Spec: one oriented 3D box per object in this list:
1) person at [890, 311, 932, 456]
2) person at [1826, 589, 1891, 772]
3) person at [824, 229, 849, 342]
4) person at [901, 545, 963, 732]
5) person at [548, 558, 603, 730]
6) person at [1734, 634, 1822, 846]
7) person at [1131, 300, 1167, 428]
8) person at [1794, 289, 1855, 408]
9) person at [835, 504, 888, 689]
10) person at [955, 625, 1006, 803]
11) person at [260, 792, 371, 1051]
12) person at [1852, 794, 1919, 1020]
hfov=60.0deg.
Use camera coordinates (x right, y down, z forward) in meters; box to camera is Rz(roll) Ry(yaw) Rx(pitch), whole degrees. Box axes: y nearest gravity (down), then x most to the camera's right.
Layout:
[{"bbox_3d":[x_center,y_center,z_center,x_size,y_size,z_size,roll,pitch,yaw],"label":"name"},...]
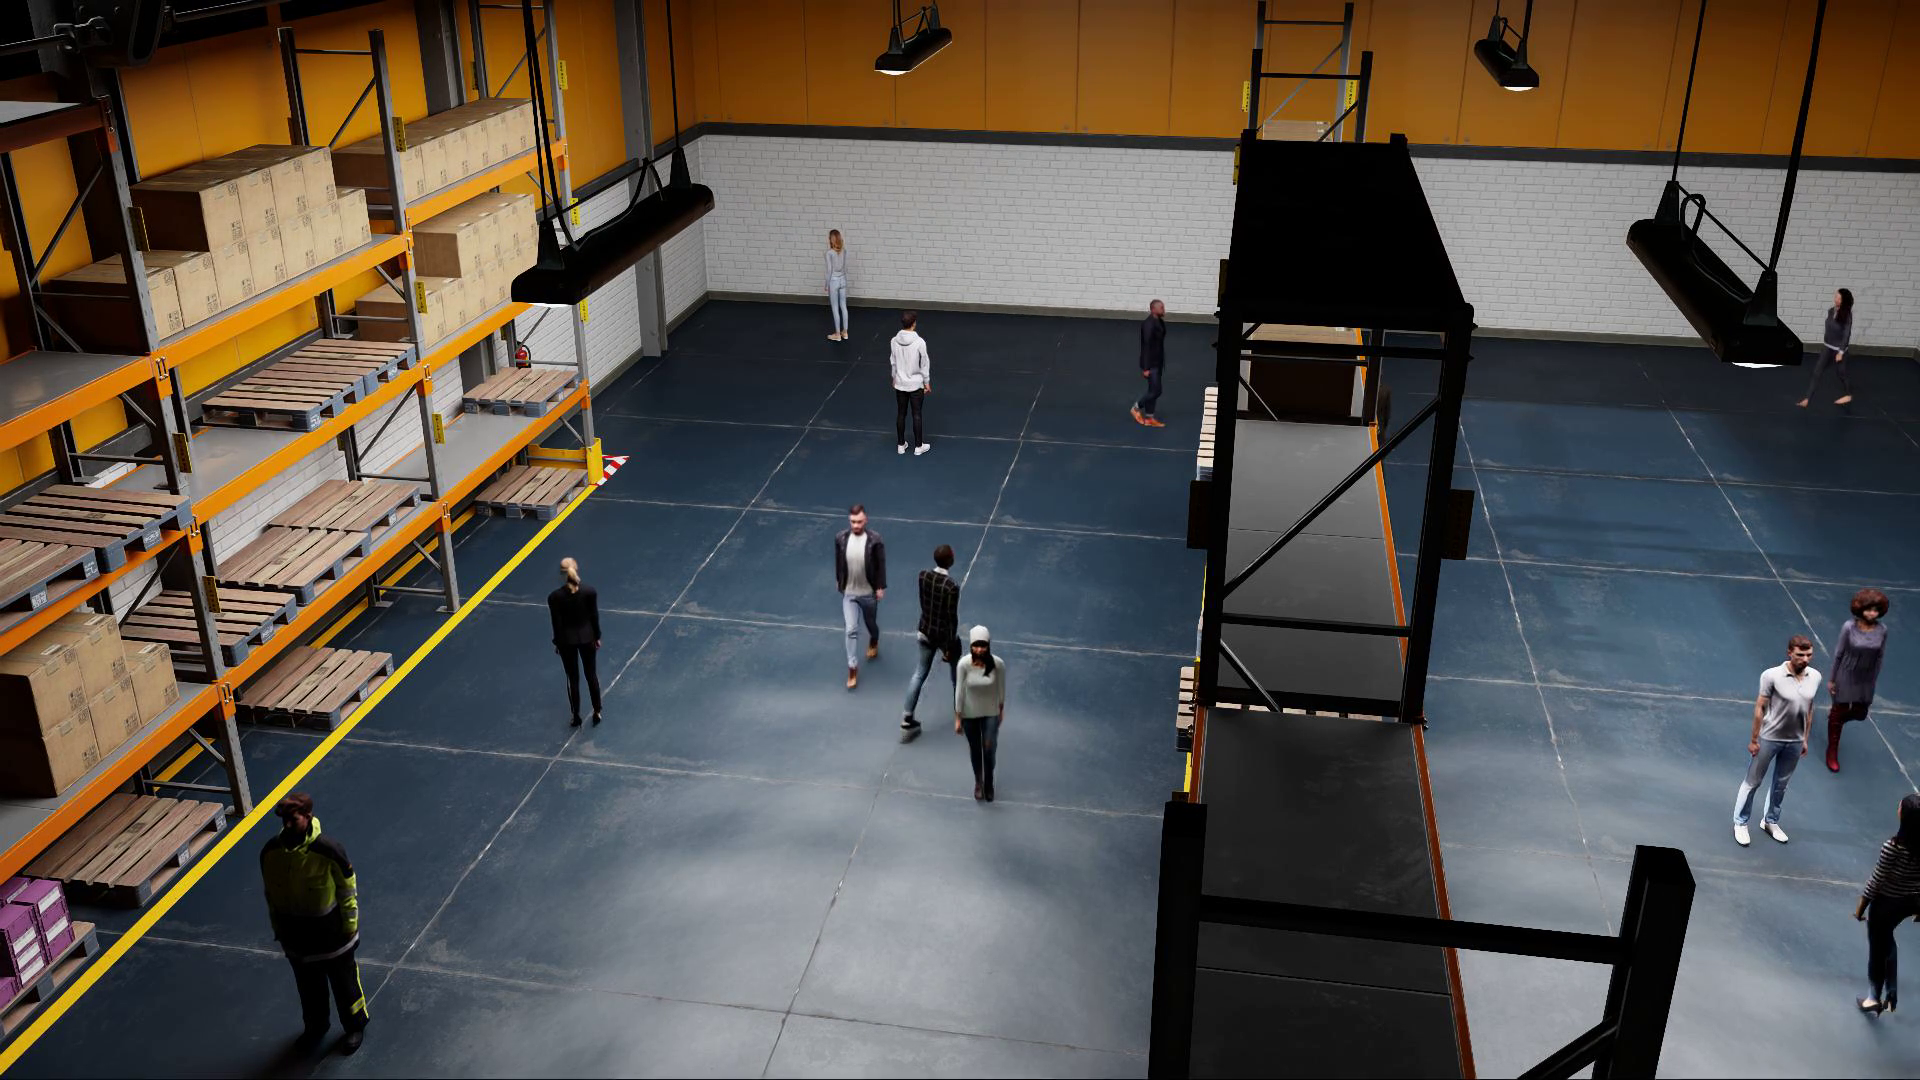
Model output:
[{"bbox_3d":[-0.668,-2.077,21.914,0.716,1.929,0.624,8,25,17],"label":"person"},{"bbox_3d":[7.860,1.204,14.698,0.579,1.698,0.762,4,24,8],"label":"person"},{"bbox_3d":[-1.982,-4.106,26.722,0.718,1.795,0.613,21,31,39],"label":"person"},{"bbox_3d":[-0.282,0.932,15.233,0.988,1.768,1.329,15,28,31],"label":"person"},{"bbox_3d":[-3.511,0.951,15.266,0.690,1.706,0.711,-10,26,-22],"label":"person"},{"bbox_3d":[6.687,1.609,13.578,0.696,1.851,0.628,-2,24,-4],"label":"person"},{"bbox_3d":[2.574,-2.427,22.861,0.880,1.811,0.771,13,27,26],"label":"person"},{"bbox_3d":[12.483,-2.689,23.583,1.072,1.714,1.194,-8,25,-17],"label":"person"},{"bbox_3d":[-0.949,0.462,16.260,0.710,1.806,1.139,2,24,5],"label":"person"},{"bbox_3d":[0.164,1.448,14.221,0.605,1.632,0.621,1,24,2],"label":"person"},{"bbox_3d":[-4.353,2.560,11.239,0.794,1.983,0.676,1,24,3],"label":"person"},{"bbox_3d":[6.471,2.589,11.420,0.730,1.785,0.772,-5,24,-12],"label":"person"}]
